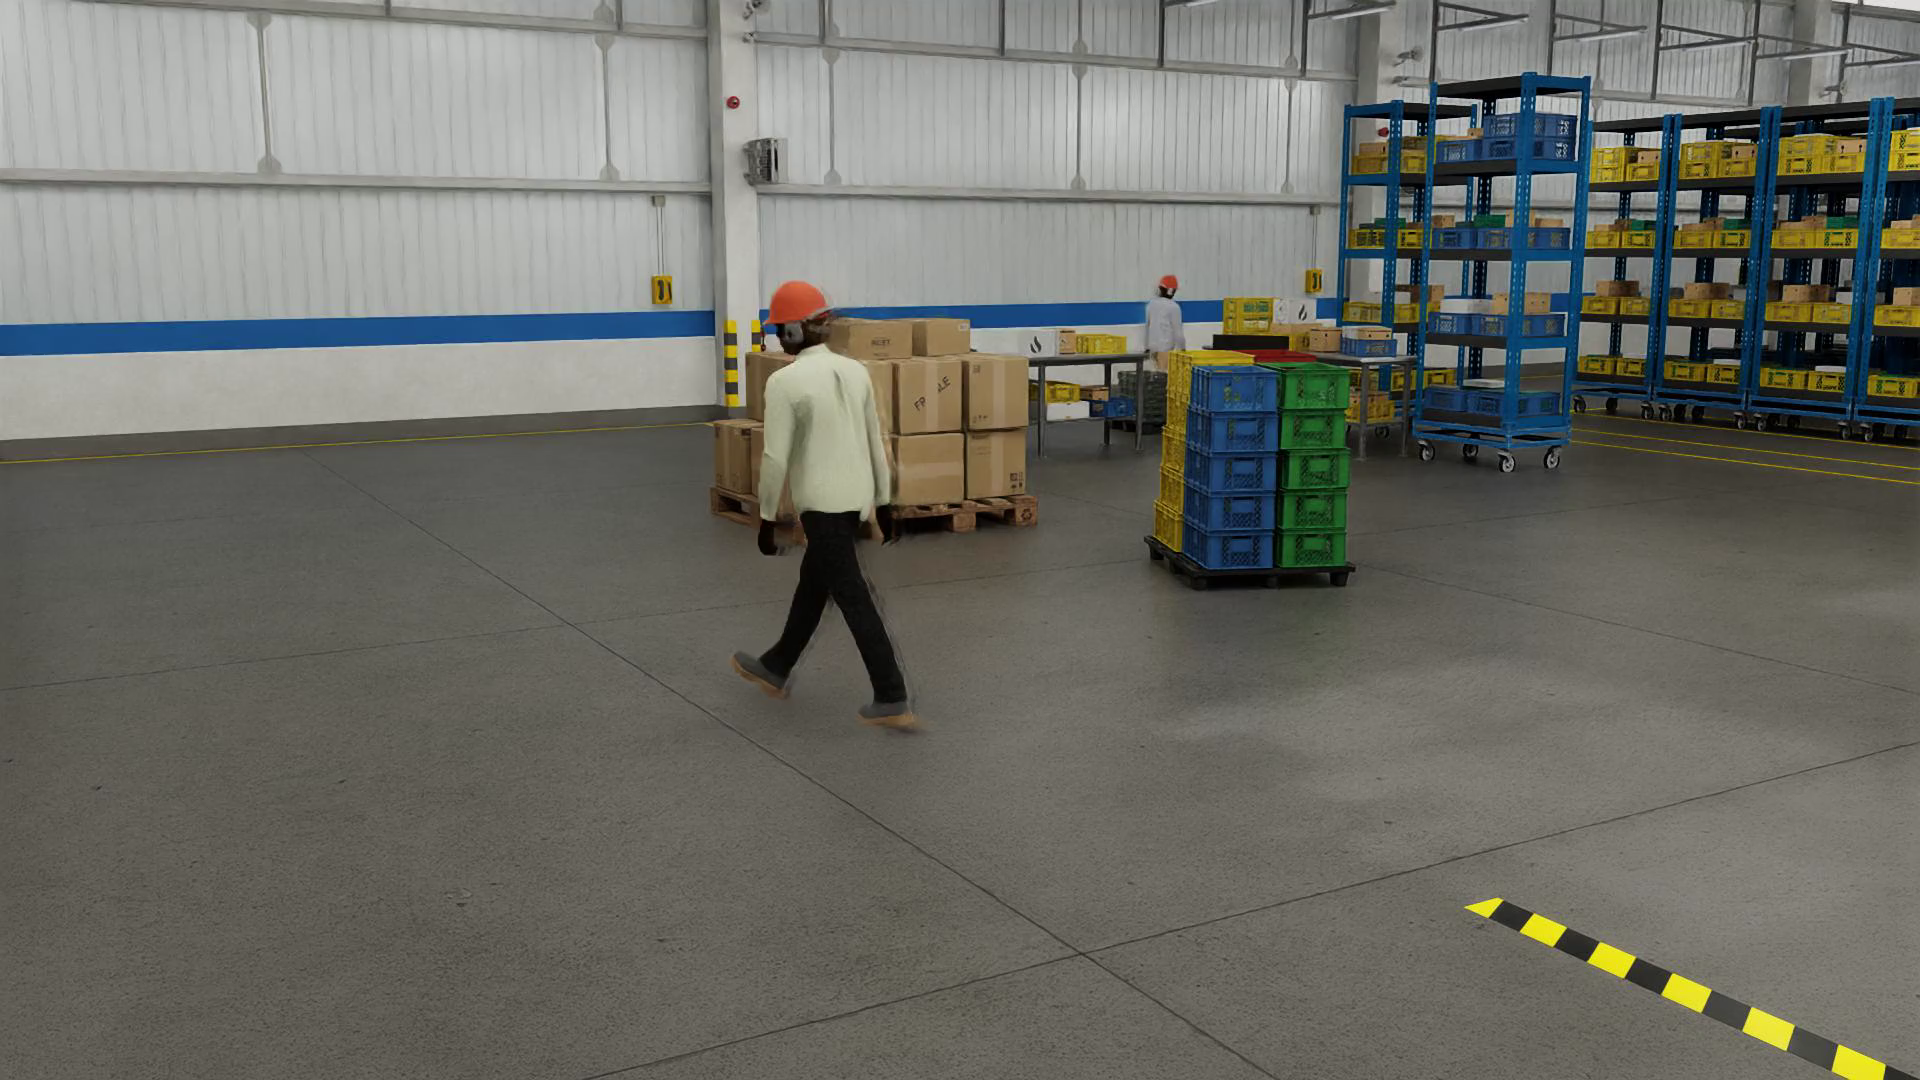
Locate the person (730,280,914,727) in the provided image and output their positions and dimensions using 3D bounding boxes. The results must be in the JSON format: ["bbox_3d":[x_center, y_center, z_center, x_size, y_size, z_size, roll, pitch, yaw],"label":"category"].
[{"bbox_3d":[-0.619,-0.167,7.311,1.099,1.918,0.630,7,12,34],"label":"person"}]

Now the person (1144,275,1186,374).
[{"bbox_3d":[2.568,-2.365,20.324,0.745,1.722,0.564,-6,12,-30],"label":"person"}]
